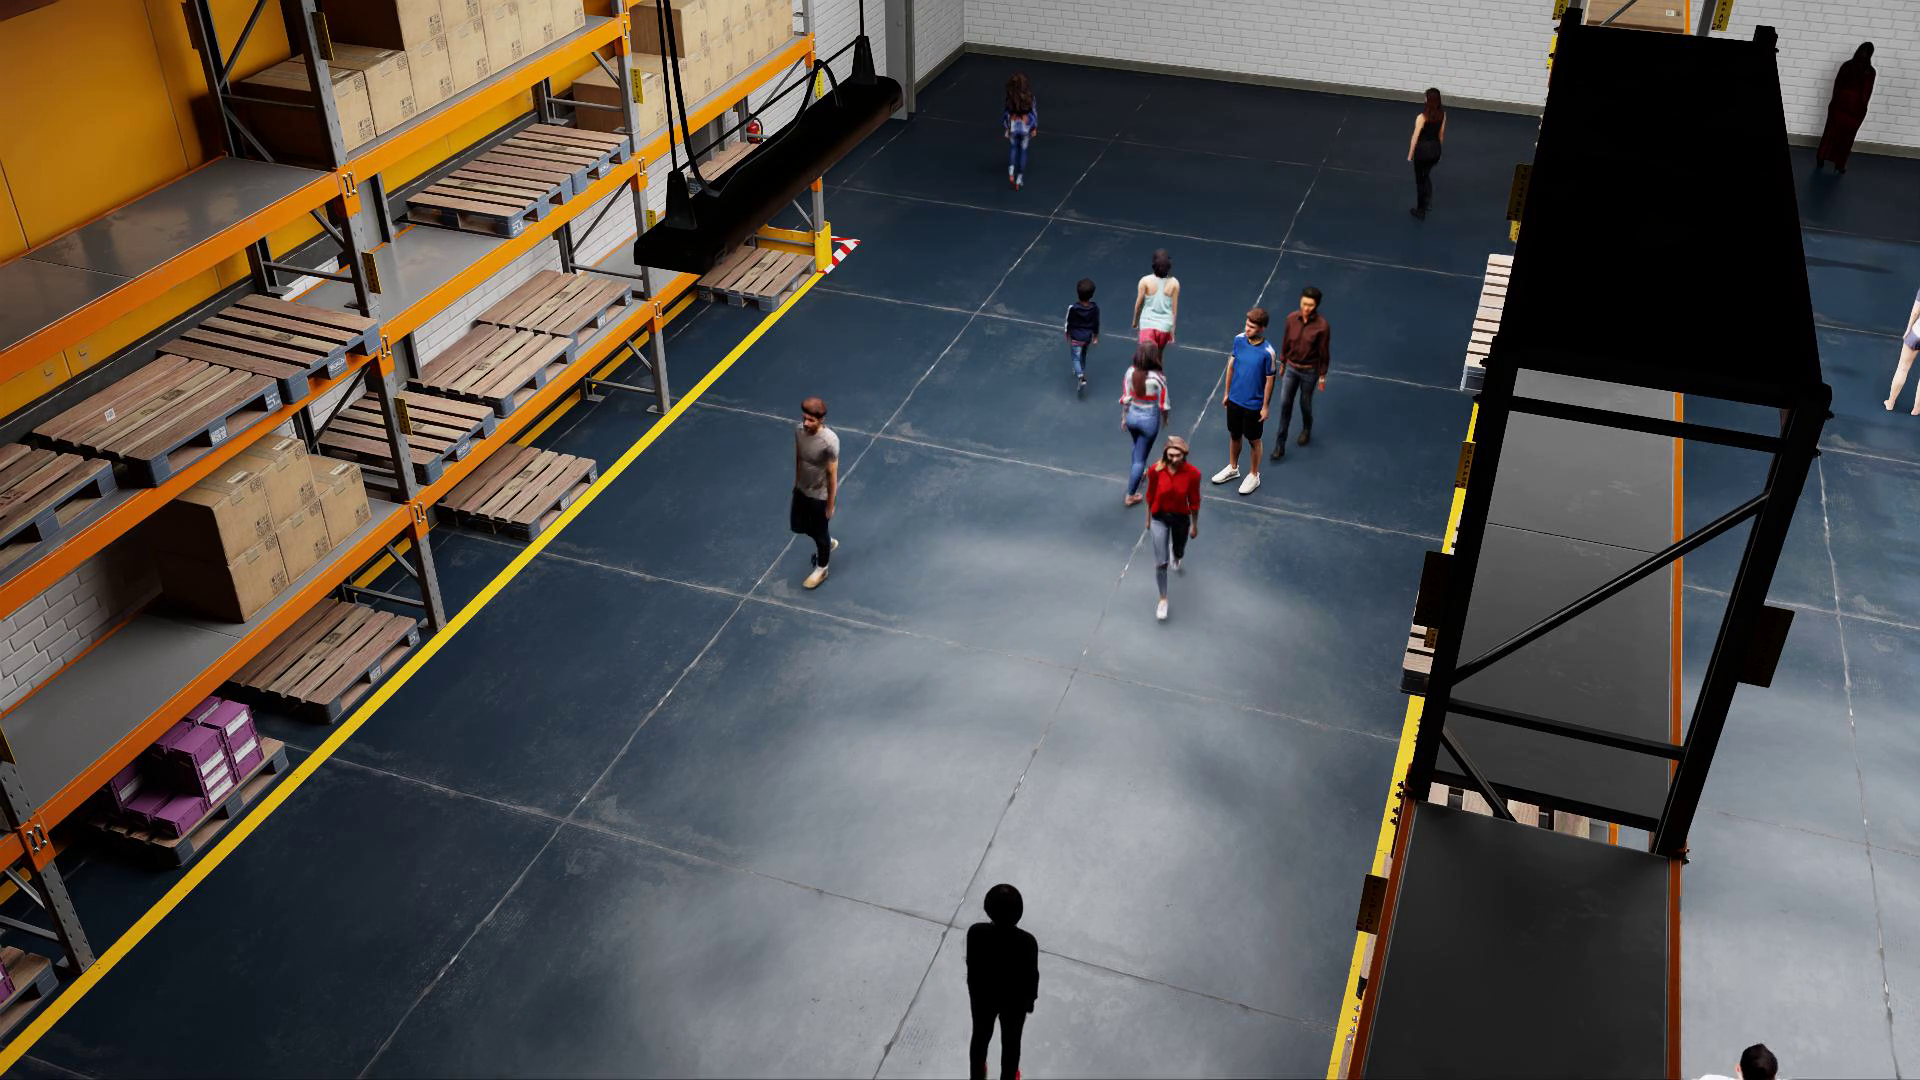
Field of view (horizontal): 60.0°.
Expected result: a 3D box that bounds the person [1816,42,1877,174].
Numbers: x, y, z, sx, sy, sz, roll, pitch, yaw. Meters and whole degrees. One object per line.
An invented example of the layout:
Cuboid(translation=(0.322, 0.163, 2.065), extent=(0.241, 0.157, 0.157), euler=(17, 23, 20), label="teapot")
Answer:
Cuboid(translation=(12.009, -5.853, 22.504), extent=(0.793, 1.752, 0.767), euler=(-21, 39, -28), label="person")

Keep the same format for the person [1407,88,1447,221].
Cuboid(translation=(5.953, -4.854, 21.067), extent=(0.697, 1.678, 0.760), euler=(-14, 36, -20), label="person")

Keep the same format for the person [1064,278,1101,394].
Cuboid(translation=(1.271, -2.128, 17.395), extent=(0.758, 1.203, 0.879), euler=(-7, 34, -11), label="person")

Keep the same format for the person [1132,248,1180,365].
Cuboid(translation=(1.975, -2.065, 16.835), extent=(0.855, 1.719, 1.246), euler=(1, 34, 2), label="person")

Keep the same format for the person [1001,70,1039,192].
Cuboid(translation=(0.775, -5.371, 21.907), extent=(0.615, 1.610, 0.630), euler=(10, 35, 14), label="person")

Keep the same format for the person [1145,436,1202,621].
Cuboid(translation=(1.781, -0.200, 14.068), extent=(0.784, 1.675, 1.103), euler=(4, 34, 6), label="person")

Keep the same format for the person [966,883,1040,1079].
Cuboid(translation=(0.221, 2.674, 9.746), extent=(0.607, 1.672, 0.561), euler=(7, 34, 11), label="person")

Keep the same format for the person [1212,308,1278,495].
Cuboid(translation=(2.714, -1.331, 15.595), extent=(0.739, 1.868, 0.717), euler=(28, 42, 35), label="person")

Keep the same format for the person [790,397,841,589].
Cuboid(translation=(-1.166, -0.450, 14.266), extent=(0.841, 1.873, 0.800), euler=(-29, 43, -36), label="person")

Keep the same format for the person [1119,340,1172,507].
Cuboid(translation=(1.647, -1.055, 15.440), extent=(0.734, 1.581, 0.936), euler=(23, 40, 31), label="person")

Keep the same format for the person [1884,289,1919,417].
Cuboid(translation=(9.809, -2.072, 16.856), extent=(0.640, 1.706, 0.592), euler=(19, 38, 26), label="person")

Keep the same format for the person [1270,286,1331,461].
Cuboid(translation=(3.366, -1.664, 16.198), extent=(0.808, 1.756, 1.043), euler=(19, 38, 26), label="person")

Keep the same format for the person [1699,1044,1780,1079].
Cuboid(translation=(3.988, 3.227, 8.760), extent=(0.683, 1.844, 1.044), euler=(14, 36, 19), label="person")
